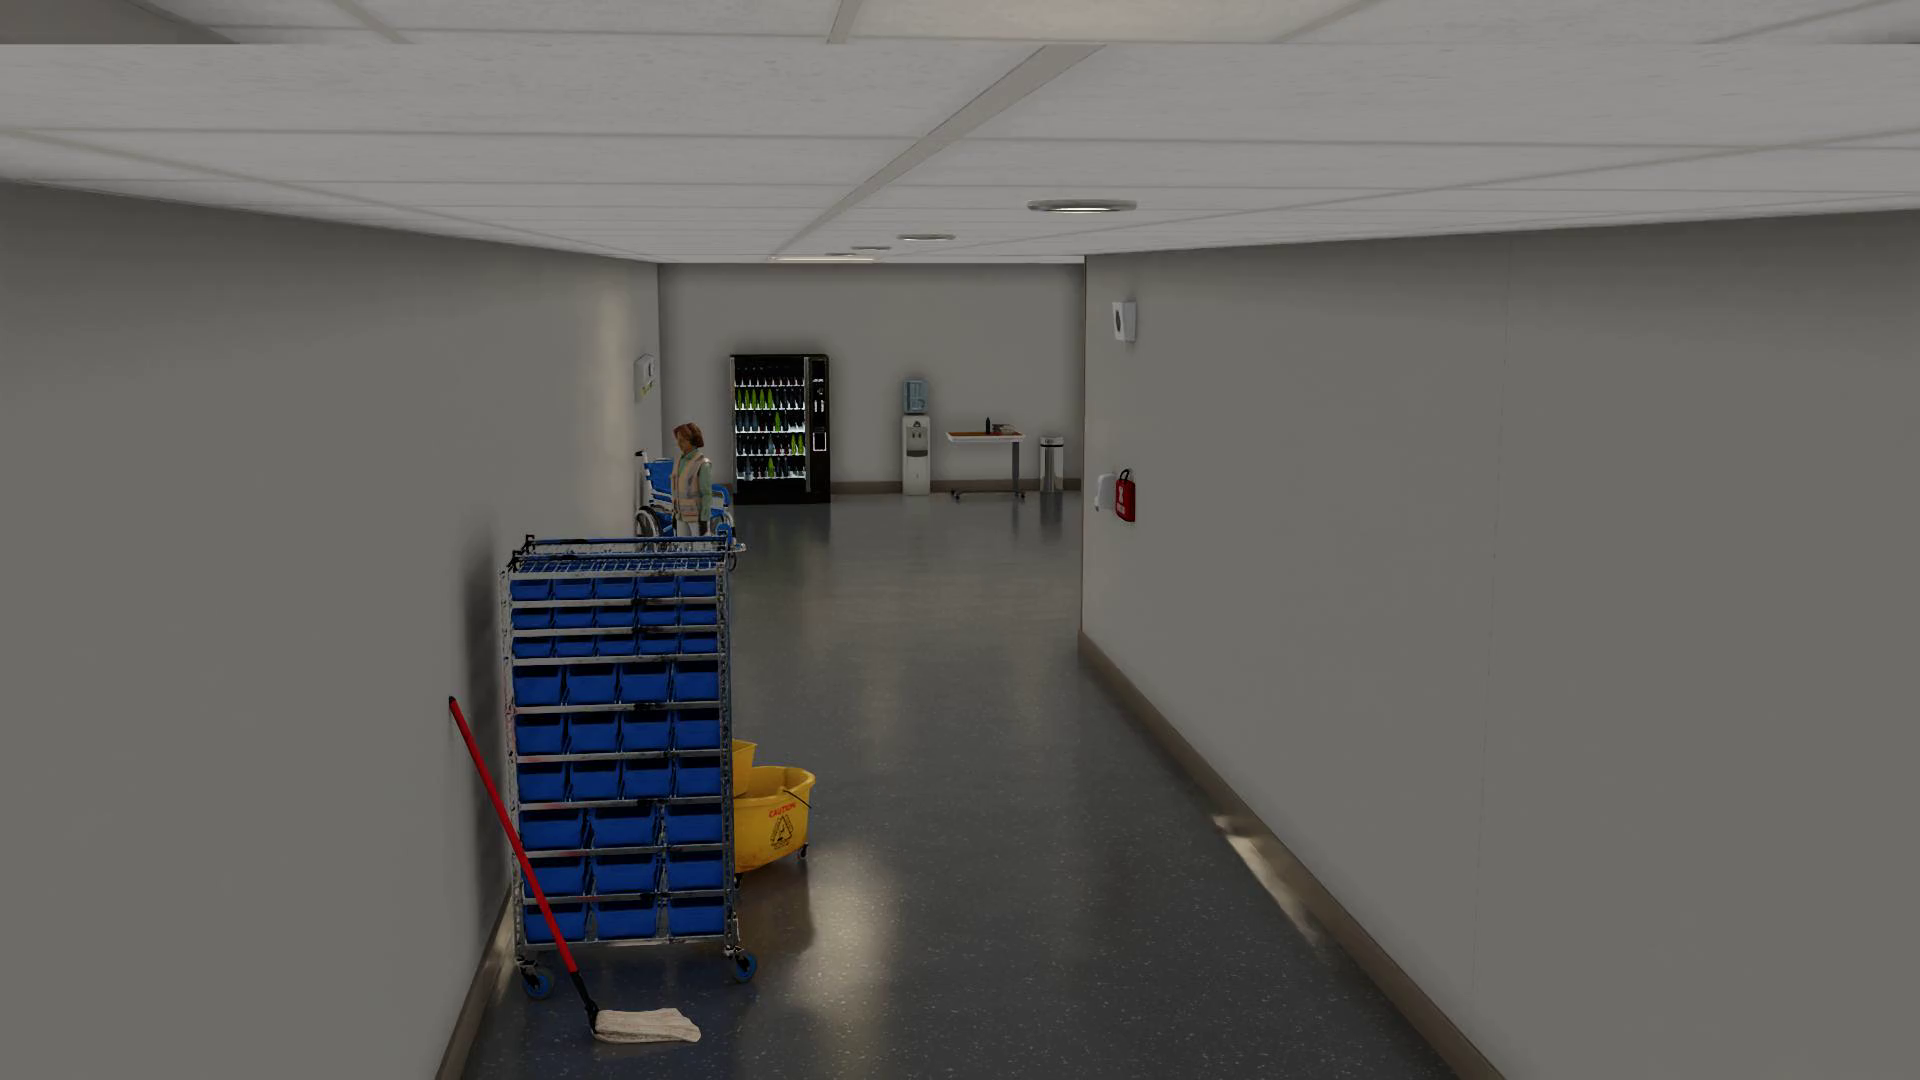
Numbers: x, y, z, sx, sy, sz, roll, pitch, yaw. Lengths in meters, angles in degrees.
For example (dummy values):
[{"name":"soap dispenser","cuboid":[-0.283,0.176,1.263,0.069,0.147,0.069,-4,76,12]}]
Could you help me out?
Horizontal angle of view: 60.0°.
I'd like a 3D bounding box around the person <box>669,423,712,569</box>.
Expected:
[{"name":"person","cuboid":[-2.268,-0.174,14.063,0.308,1.638,0.511,-8,12,-42]}]
